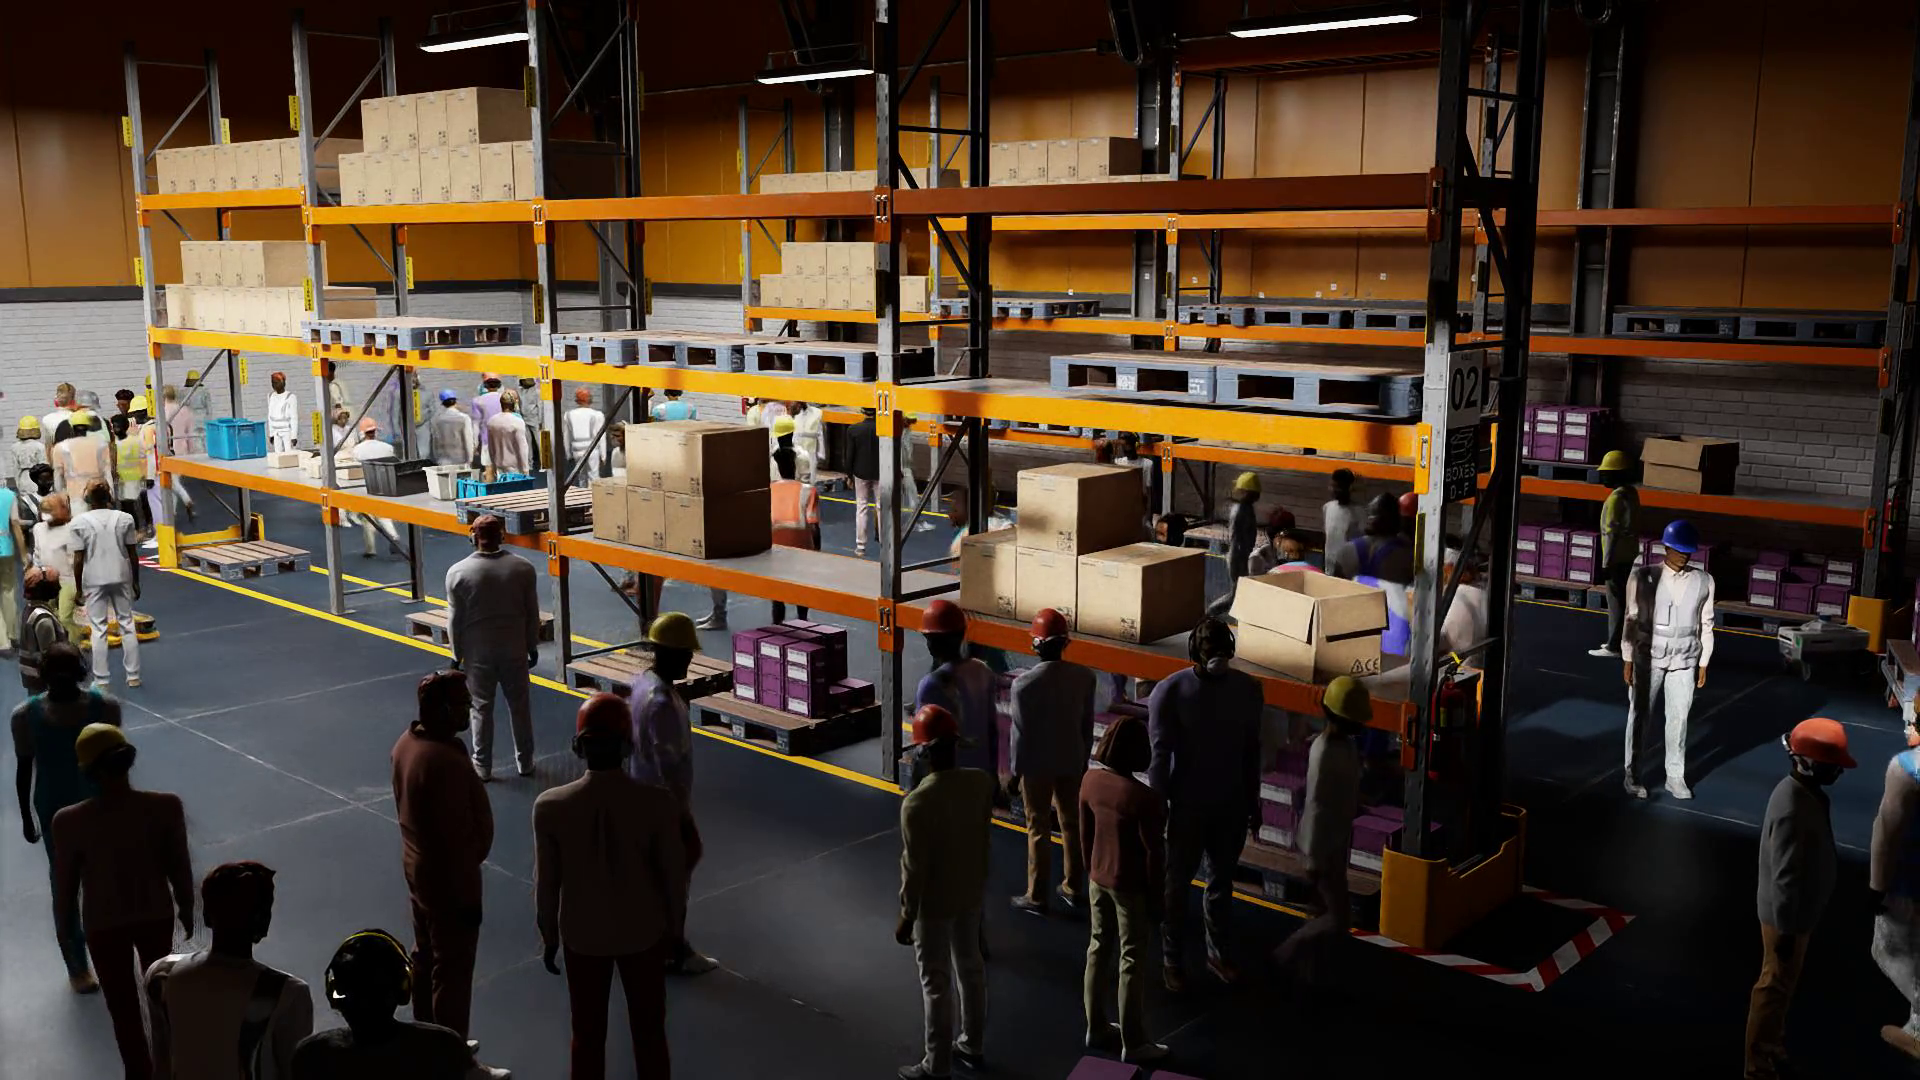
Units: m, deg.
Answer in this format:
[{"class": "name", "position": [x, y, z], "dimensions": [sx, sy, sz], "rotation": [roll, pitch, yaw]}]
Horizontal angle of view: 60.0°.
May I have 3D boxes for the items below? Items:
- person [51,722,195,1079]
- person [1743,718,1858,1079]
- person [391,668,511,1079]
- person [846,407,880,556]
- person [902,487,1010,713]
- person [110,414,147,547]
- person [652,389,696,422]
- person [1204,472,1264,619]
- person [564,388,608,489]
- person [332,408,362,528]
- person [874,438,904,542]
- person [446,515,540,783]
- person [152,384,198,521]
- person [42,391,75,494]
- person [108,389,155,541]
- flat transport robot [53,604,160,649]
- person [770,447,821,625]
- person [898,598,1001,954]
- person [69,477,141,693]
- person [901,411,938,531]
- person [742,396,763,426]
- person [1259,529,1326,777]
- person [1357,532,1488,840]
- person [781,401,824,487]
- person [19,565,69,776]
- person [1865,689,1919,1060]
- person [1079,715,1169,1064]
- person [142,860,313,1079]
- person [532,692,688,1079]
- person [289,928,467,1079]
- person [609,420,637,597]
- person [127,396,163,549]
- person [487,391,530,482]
[{"class": "person", "position": [-3.652, 1.643, 7.269], "dimensions": [0.523, 1.735, 0.547], "rotation": [-8, 13, -39]}, {"class": "person", "position": [3.709, 1.625, 7.346], "dimensions": [0.346, 1.743, 0.566], "rotation": [6, 12, 32]}, {"class": "person", "position": [-2.295, 1.515, 7.506], "dimensions": [0.400, 1.907, 0.645], "rotation": [-7, 12, -36]}, {"class": "person", "position": [-1.082, -0.796, 20.316], "dimensions": [0.623, 1.993, 0.384], "rotation": [-1, 10, -5]}, {"class": "person", "position": [0.056, 0.503, 13.347], "dimensions": [1.009, 1.873, 0.596], "rotation": [-2, 10, -11]}, {"class": "person", "position": [-10.490, -0.738, 20.860], "dimensions": [0.552, 1.681, 0.527], "rotation": [4, 11, 20]}, {"class": "person", "position": [-3.853, -1.196, 22.449], "dimensions": [0.608, 2.044, 0.378], "rotation": [-5, 11, -28]}, {"class": "person", "position": [2.553, 0.198, 15.541], "dimensions": [0.750, 1.708, 0.487], "rotation": [4, 11, 23]}, {"class": "person", "position": [-5.118, -1.193, 22.952], "dimensions": [0.613, 1.854, 0.684], "rotation": [1, 10, 7]}, {"class": "person", "position": [-8.233, -0.960, 22.284], "dimensions": [0.418, 1.621, 0.527], "rotation": [7, 12, 35]}, {"class": "person", "position": [-0.915, -0.918, 21.223], "dimensions": [0.392, 1.925, 0.550], "rotation": [9, 13, 41]}, {"class": "person", "position": [-3.296, 0.764, 11.771], "dimensions": [0.639, 1.903, 0.409], "rotation": [-5, 11, -25]}, {"class": "person", "position": [-10.727, -1.177, 22.753], "dimensions": [0.844, 1.911, 0.636], "rotation": [5, 11, 26]}, {"class": "person", "position": [-11.968, -1.074, 22.337], "dimensions": [0.573, 1.838, 0.387], "rotation": [-2, 10, -12]}, {"class": "person", "position": [-10.624, -0.960, 21.330], "dimensions": [0.612, 1.965, 0.362], "rotation": [-1, 10, -5]}, {"class": "flat transport robot", "position": [-8.409, 0.810, 16.115], "dimensions": [1.431, 0.197, 0.652], "rotation": [8, 13, 39]}, {"class": "person", "position": [-1.594, 0.088, 15.577], "dimensions": [0.649, 1.892, 1.036], "rotation": [0, 10, 0]}, {"class": "person", "position": [-0.056, 1.263, 8.886], "dimensions": [0.527, 1.913, 0.566], "rotation": [6, 12, 32]}, {"class": "person", "position": [-7.231, 0.379, 14.099], "dimensions": [0.514, 1.845, 0.336], "rotation": [-8, 13, -39]}, {"class": "person", "position": [-0.643, -0.951, 22.022], "dimensions": [0.823, 1.685, 0.516], "rotation": [1, 10, 3]}, {"class": "person", "position": [-3.011, -1.373, 24.310], "dimensions": [0.357, 1.739, 0.571], "rotation": [2, 10, 11]}, {"class": "person", "position": [2.295, 0.836, 11.610], "dimensions": [0.657, 1.817, 0.444], "rotation": [-4, 11, -24]}, {"class": "person", "position": [3.074, 0.903, 10.585], "dimensions": [0.706, 2.000, 1.014], "rotation": [-8, 13, -38]}, {"class": "person", "position": [-2.150, -1.165, 22.626], "dimensions": [0.597, 1.916, 0.373], "rotation": [-4, 11, -19]}, {"class": "person", "position": [-6.194, 0.984, 11.288], "dimensions": [0.314, 1.632, 0.516], "rotation": [-7, 12, -35]}, {"class": "person", "position": [4.441, 1.559, 7.507], "dimensions": [0.637, 1.822, 0.605], "rotation": [-2, 10, -14]}, {"class": "person", "position": [0.762, 1.611, 7.735], "dimensions": [0.282, 1.633, 0.500], "rotation": [-9, 13, -40]}, {"class": "person", "position": [-2.268, 1.924, 5.288], "dimensions": [0.584, 1.879, 0.374], "rotation": [2, 10, 12]}, {"class": "person", "position": [-1.413, 1.601, 6.797], "dimensions": [0.609, 1.986, 0.390], "rotation": [-1, 10, -5]}, {"class": "person", "position": [-1.659, 2.013, 4.792], "dimensions": [0.513, 1.872, 0.328], "rotation": [-2, 10, -12]}, {"class": "person", "position": [-3.576, -0.346, 17.978], "dimensions": [0.378, 1.926, 0.636], "rotation": [-7, 12, -34]}, {"class": "person", "position": [-10.178, -0.854, 20.892], "dimensions": [0.396, 1.913, 0.591], "rotation": [-5, 11, -26]}, {"class": "person", "position": [-5.732, -0.926, 21.211], "dimensions": [0.636, 1.938, 0.358], "rotation": [6, 12, 32]}]
